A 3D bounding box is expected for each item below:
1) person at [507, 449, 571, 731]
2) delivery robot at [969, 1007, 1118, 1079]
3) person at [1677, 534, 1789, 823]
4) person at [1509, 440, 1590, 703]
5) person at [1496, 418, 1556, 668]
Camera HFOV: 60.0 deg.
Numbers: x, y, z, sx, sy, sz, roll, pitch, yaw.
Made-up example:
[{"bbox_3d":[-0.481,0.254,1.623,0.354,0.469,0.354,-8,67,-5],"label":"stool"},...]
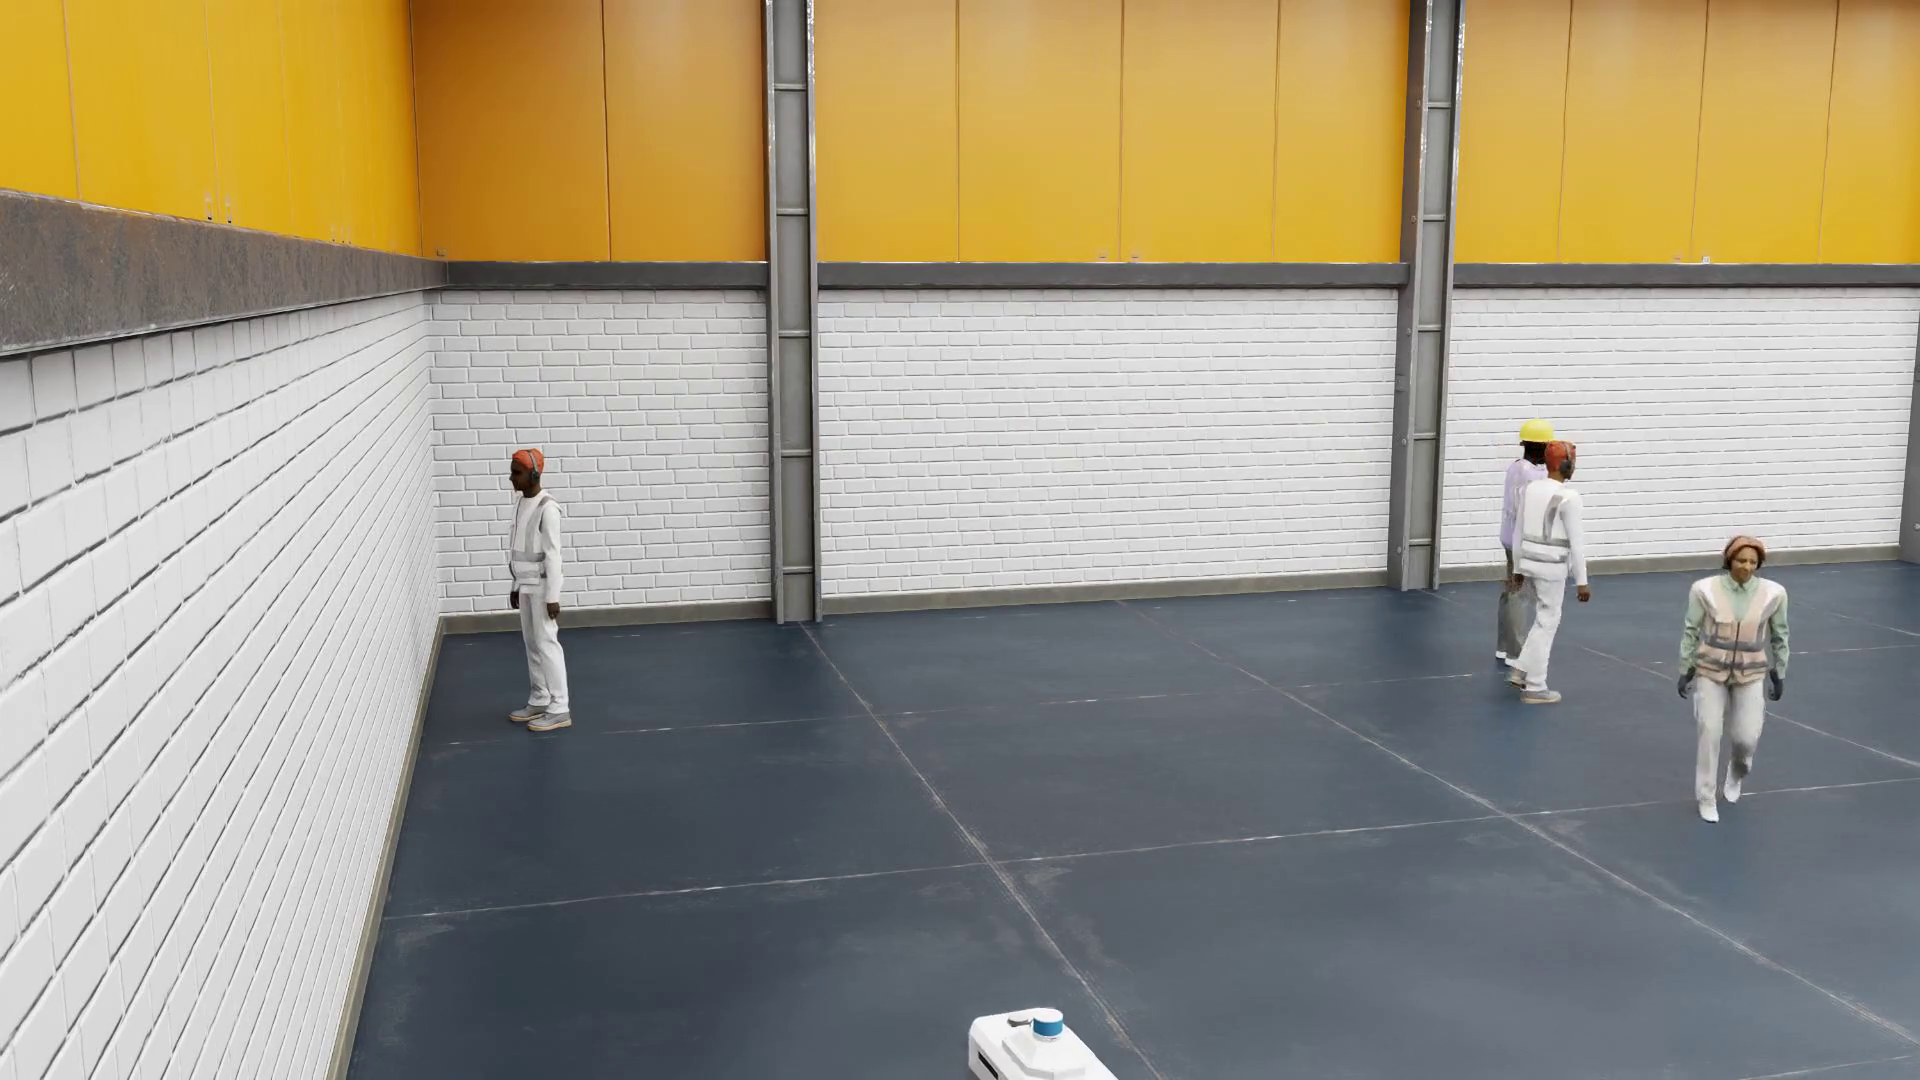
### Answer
[{"bbox_3d":[-2.828,0.324,11.110,0.342,1.878,0.578,-7,11,-36],"label":"person"},{"bbox_3d":[0.293,1.821,5.589,0.477,0.478,0.707,-3,10,-20],"label":"delivery robot"},{"bbox_3d":[4.281,0.751,9.235,0.556,1.619,0.433,3,10,18],"label":"person"},{"bbox_3d":[4.152,0.234,11.709,0.421,1.870,0.590,-2,9,-13],"label":"person"},{"bbox_3d":[4.371,0.022,12.839,0.388,1.926,0.590,1,9,7],"label":"person"}]
